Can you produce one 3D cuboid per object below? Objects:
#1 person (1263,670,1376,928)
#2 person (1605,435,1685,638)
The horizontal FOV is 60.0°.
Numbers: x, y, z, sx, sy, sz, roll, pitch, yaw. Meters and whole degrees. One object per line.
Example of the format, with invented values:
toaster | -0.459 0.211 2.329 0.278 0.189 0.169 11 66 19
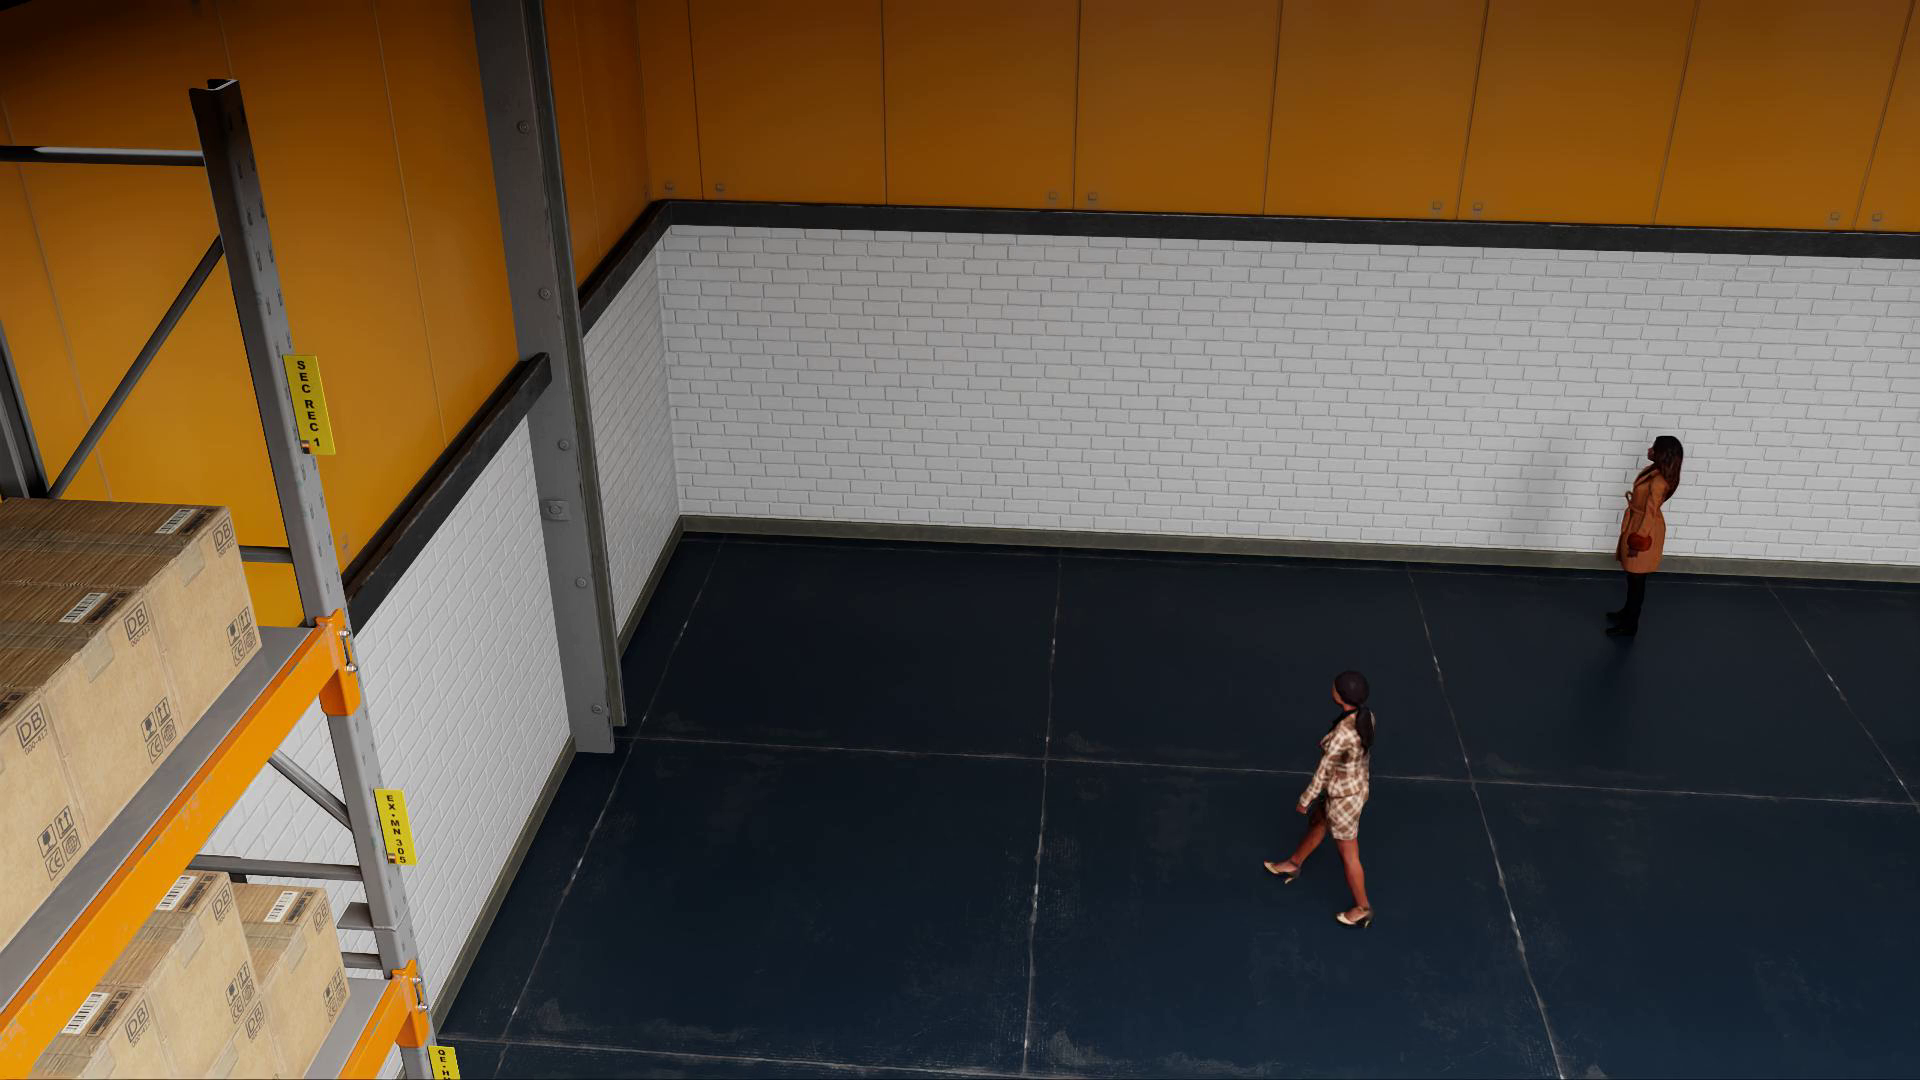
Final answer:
person | 2.384 1.615 10.003 0.952 1.759 1.037 16 33 27
person | 5.373 -0.037 13.073 0.779 1.720 0.627 11 30 19
